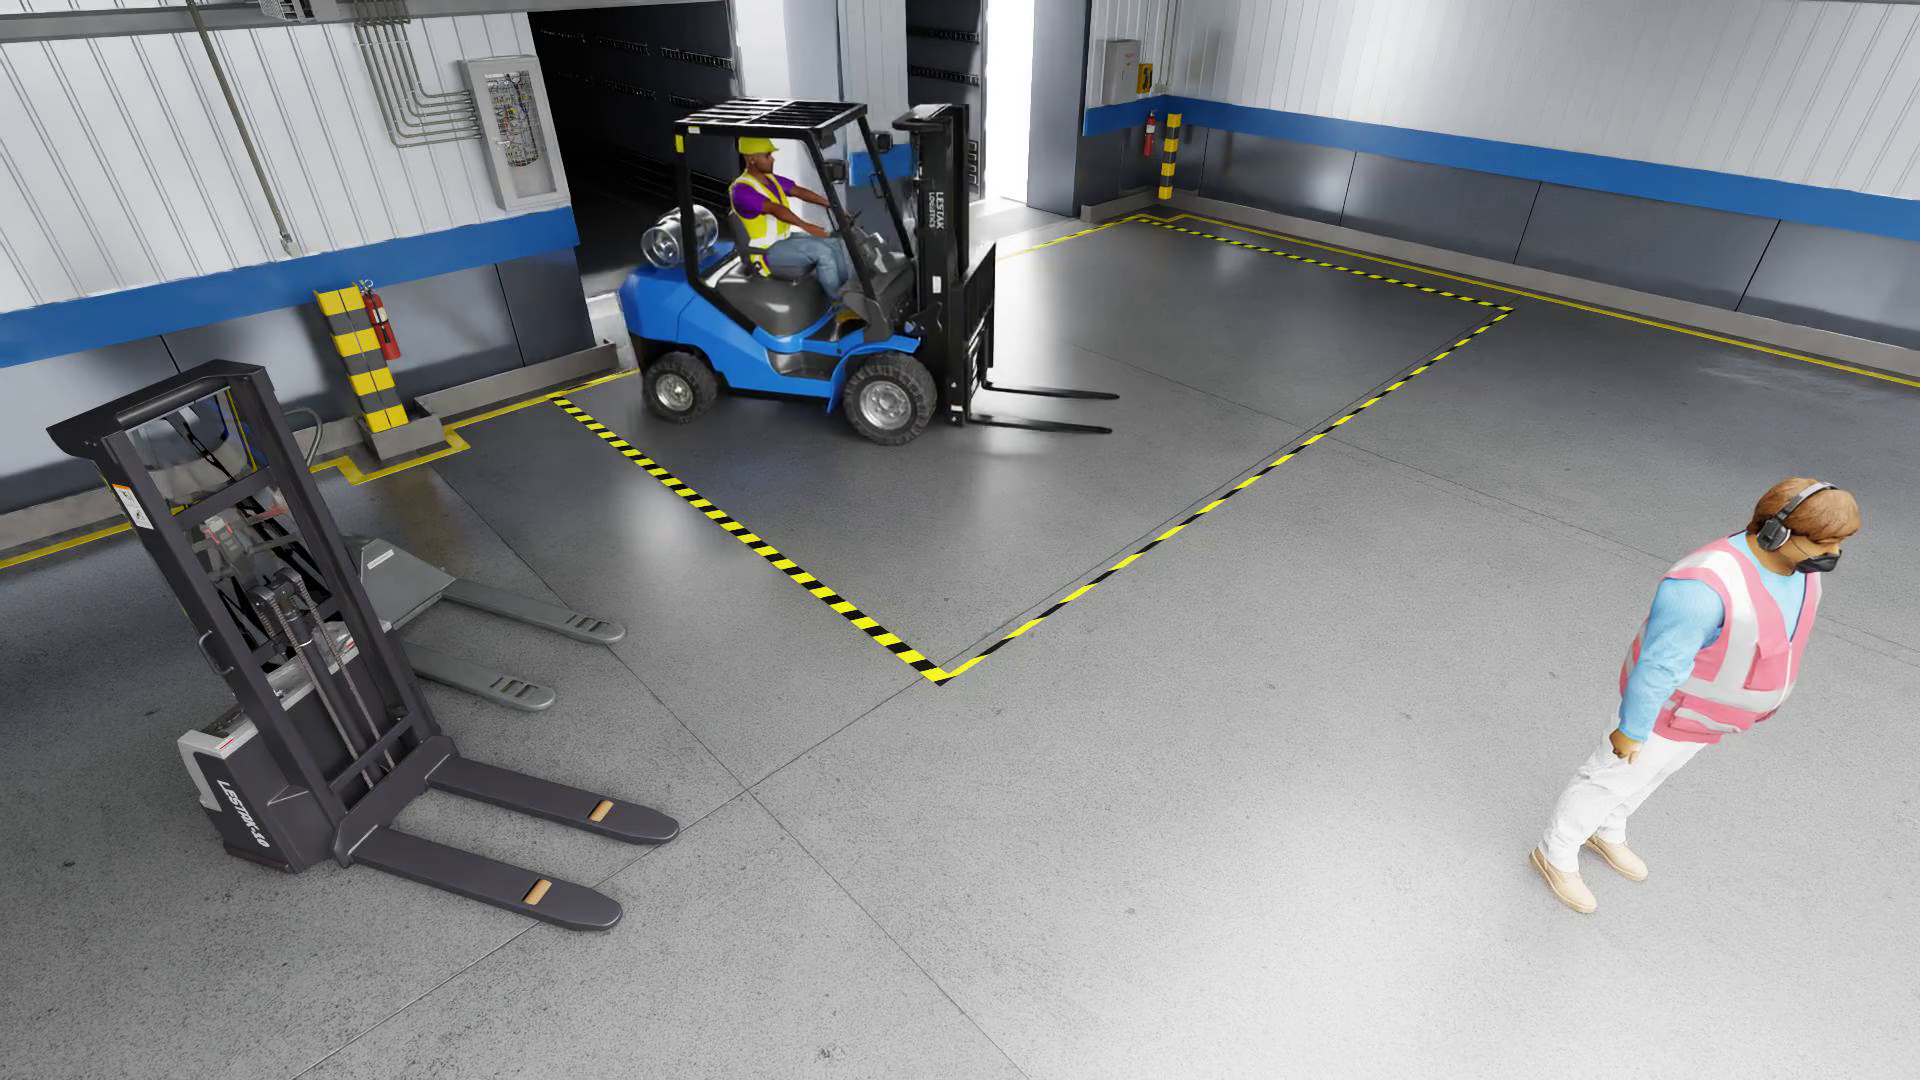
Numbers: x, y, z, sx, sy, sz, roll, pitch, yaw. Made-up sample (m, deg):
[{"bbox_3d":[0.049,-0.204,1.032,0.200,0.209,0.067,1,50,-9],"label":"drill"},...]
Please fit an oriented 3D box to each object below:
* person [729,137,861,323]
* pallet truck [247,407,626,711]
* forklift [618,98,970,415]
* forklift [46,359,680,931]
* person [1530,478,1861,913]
[{"bbox_3d":[-1.105,-2.242,6.622,1.004,1.294,0.635,8,35,11],"label":"person"},{"bbox_3d":[-2.628,0.038,4.590,1.601,1.201,0.680,12,36,18],"label":"pallet truck"},{"bbox_3d":[-1.161,-2.099,6.745,2.680,2.036,1.157,8,35,11],"label":"forklift"},{"bbox_3d":[-2.135,0.422,3.354,1.885,1.965,0.823,10,35,14],"label":"forklift"},{"bbox_3d":[2.568,0.589,3.246,0.633,1.841,0.429,-15,37,-21],"label":"person"}]
